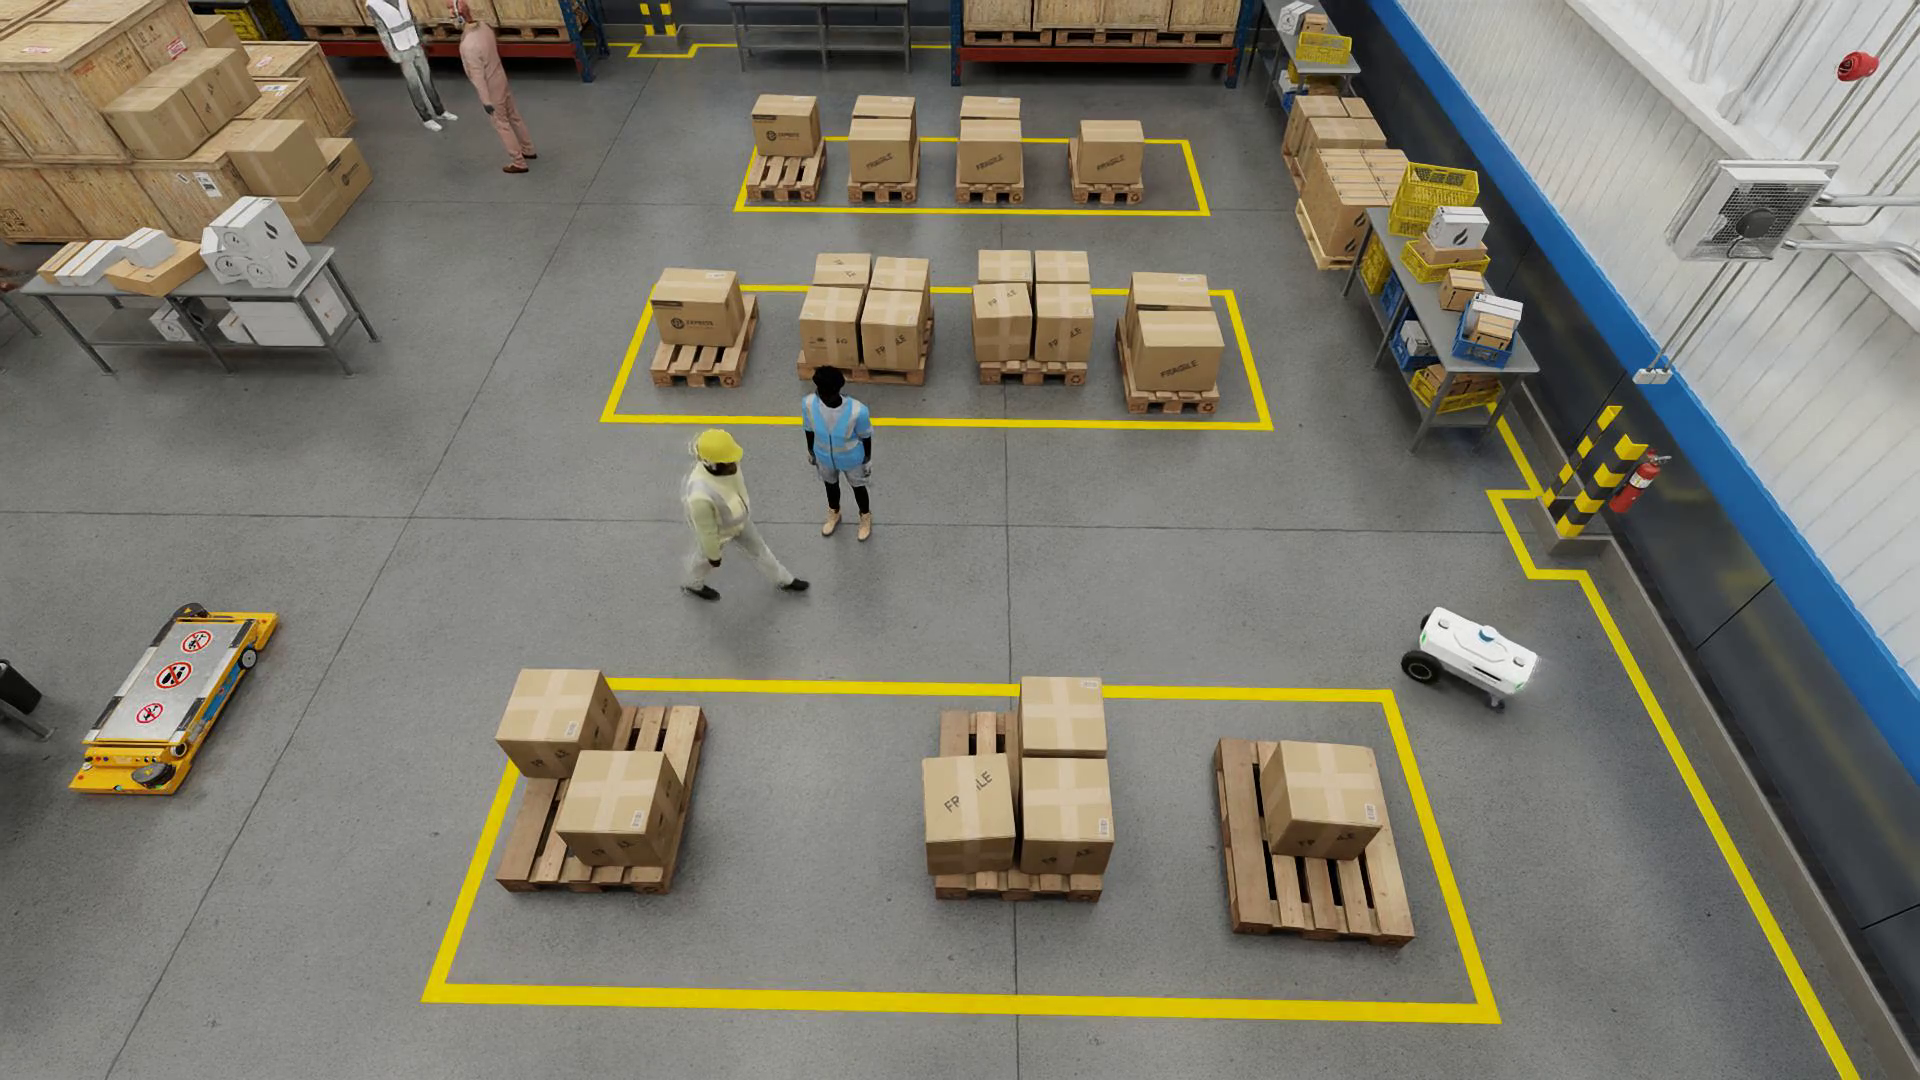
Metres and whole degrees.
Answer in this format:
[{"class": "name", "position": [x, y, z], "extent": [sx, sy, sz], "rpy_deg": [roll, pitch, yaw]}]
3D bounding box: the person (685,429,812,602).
[{"class": "person", "position": [-1.678, -0.124, 6.494], "extent": [1.003, 1.760, 0.605], "rpy_deg": [10, 51, 8]}]

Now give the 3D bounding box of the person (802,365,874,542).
[{"class": "person", "position": [-0.911, -0.635, 6.957], "extent": [0.541, 1.695, 0.316], "rpy_deg": [10, 50, 8]}]

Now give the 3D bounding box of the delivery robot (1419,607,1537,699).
[{"class": "delivery robot", "position": [3.622, 0.780, 6.445], "extent": [0.707, 0.478, 0.477], "rpy_deg": [30, 56, 23]}]

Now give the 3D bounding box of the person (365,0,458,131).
[{"class": "person", "position": [-6.954, -6.173, 11.508], "extent": [0.378, 1.913, 0.589], "rpy_deg": [15, 51, 12]}]

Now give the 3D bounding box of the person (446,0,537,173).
[{"class": "person", "position": [-5.528, -5.315, 10.792], "extent": [0.396, 1.899, 0.656], "rpy_deg": [2, 50, 2]}]

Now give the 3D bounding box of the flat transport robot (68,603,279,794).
[{"class": "flat transport robot", "position": [-5.504, 1.072, 6.442], "extent": [0.652, 0.197, 1.431], "rpy_deg": [1, 50, 1]}]

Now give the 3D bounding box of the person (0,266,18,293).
[{"class": "person", "position": [-10.342, -3.319, 9.131], "extent": [0.512, 1.850, 0.699], "rpy_deg": [-21, 53, -17]}]
